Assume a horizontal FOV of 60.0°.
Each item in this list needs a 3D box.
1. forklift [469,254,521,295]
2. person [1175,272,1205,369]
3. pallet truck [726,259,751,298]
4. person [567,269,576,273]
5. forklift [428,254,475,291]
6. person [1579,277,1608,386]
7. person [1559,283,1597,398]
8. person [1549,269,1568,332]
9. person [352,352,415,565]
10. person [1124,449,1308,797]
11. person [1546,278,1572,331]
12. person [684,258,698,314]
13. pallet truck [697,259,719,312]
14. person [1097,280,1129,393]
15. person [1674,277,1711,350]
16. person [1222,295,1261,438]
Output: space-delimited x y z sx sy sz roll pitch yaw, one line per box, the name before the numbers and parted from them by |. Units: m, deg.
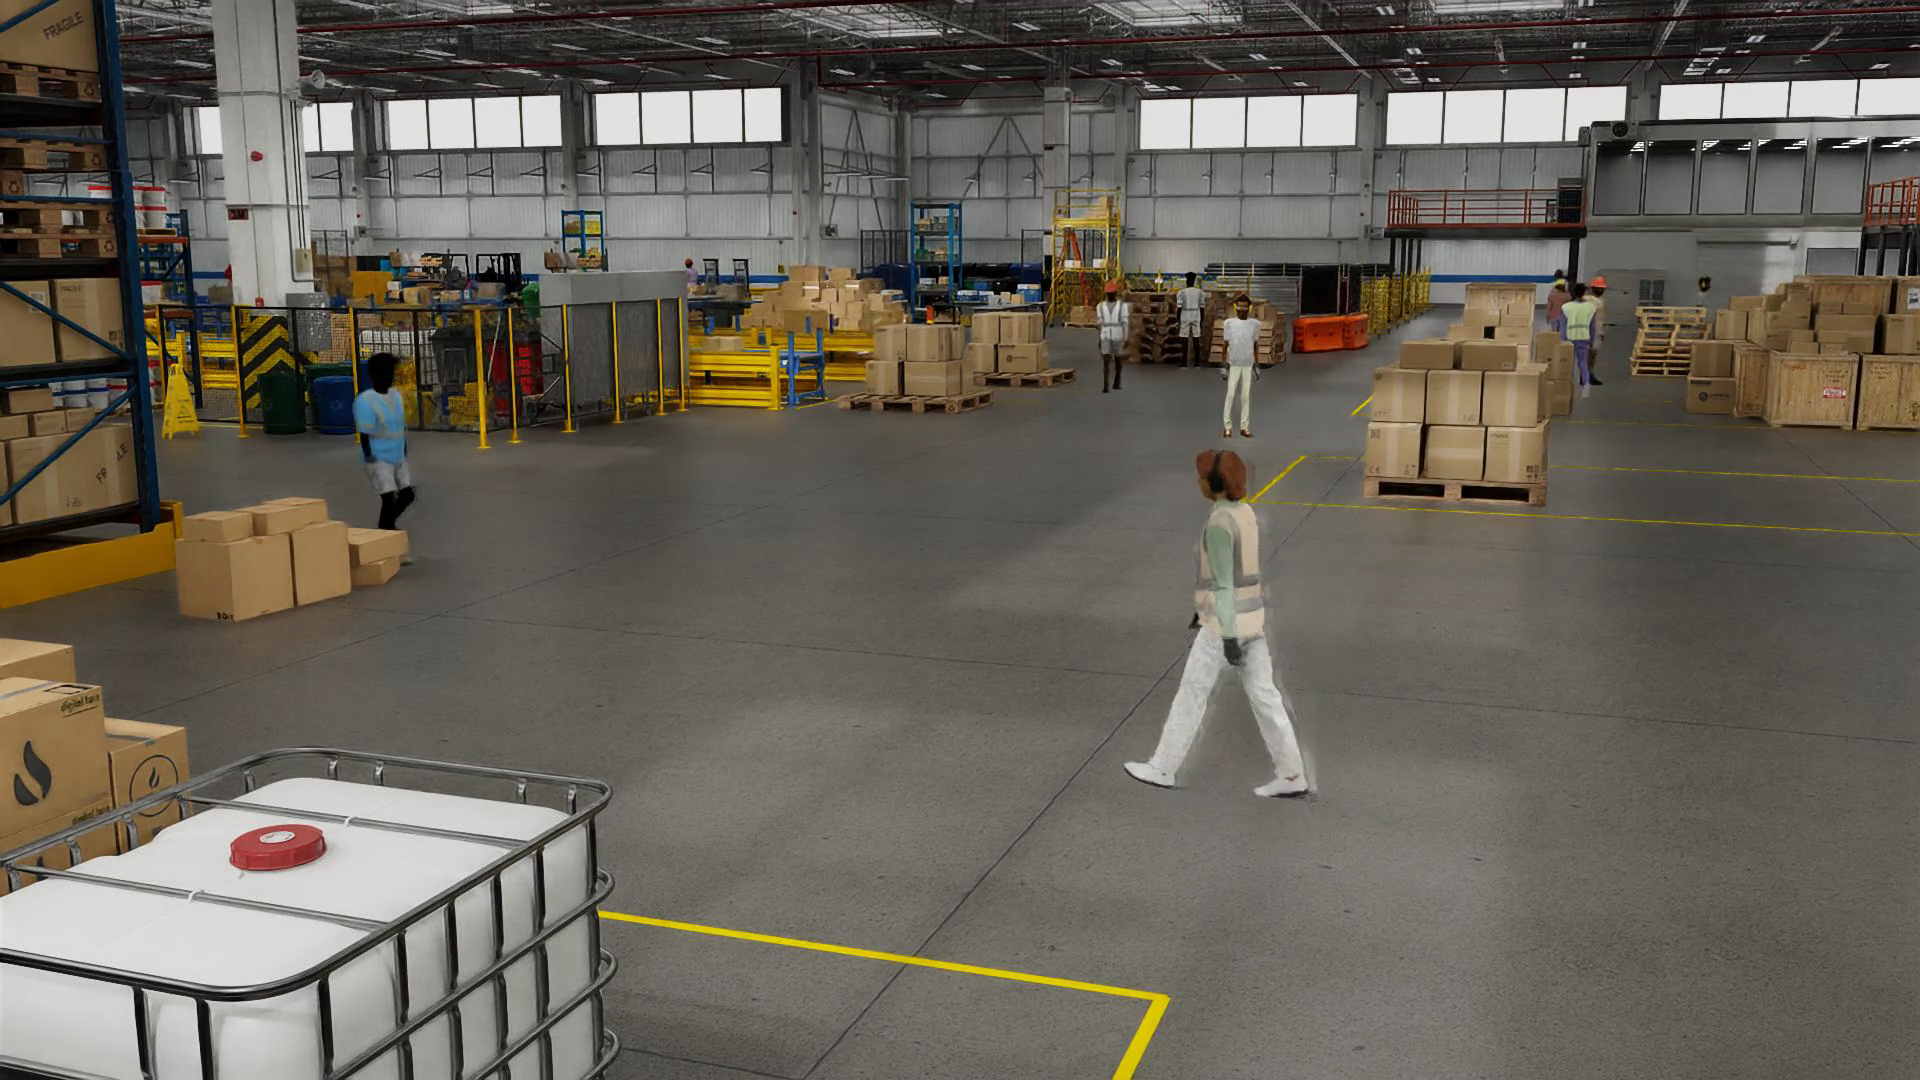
forklift | -17.990 -10.121 64.684 1.157 1.987 2.680 3 11 17
person | 4.654 -4.446 33.685 0.612 1.963 0.363 -2 10 -12
pallet truck | -7.986 -9.493 62.019 0.823 1.965 1.885 3 11 17
person | -13.770 -8.911 59.062 0.472 1.893 0.644 -2 10 -12
forklift | -20.133 -10.254 65.465 1.157 1.987 2.680 3 11 19
person | 11.343 -3.724 29.707 0.551 1.932 0.378 -9 13 -40
person | 10.222 -3.302 27.489 0.601 1.892 0.876 1 10 4
person | 16.551 -6.585 46.114 0.549 1.829 0.516 -2 10 -13
person | -4.534 -0.637 13.062 0.584 1.670 0.589 3 11 18
person | 1.208 0.383 7.535 0.851 1.596 0.515 6 12 29
person | 13.432 -4.990 37.314 0.543 1.754 0.381 4 11 23
person | -9.343 -8.719 57.569 0.407 2.035 0.610 8 13 37
pallet truck | -9.165 -9.627 62.776 0.823 1.965 1.885 4 11 23
person | 2.622 -3.485 28.466 0.554 1.910 0.884 2 10 13
person | 15.378 -4.569 34.723 0.701 1.849 0.530 5 11 28
person | 3.659 -2.247 21.606 0.513 1.860 0.331 -1 10 -6
